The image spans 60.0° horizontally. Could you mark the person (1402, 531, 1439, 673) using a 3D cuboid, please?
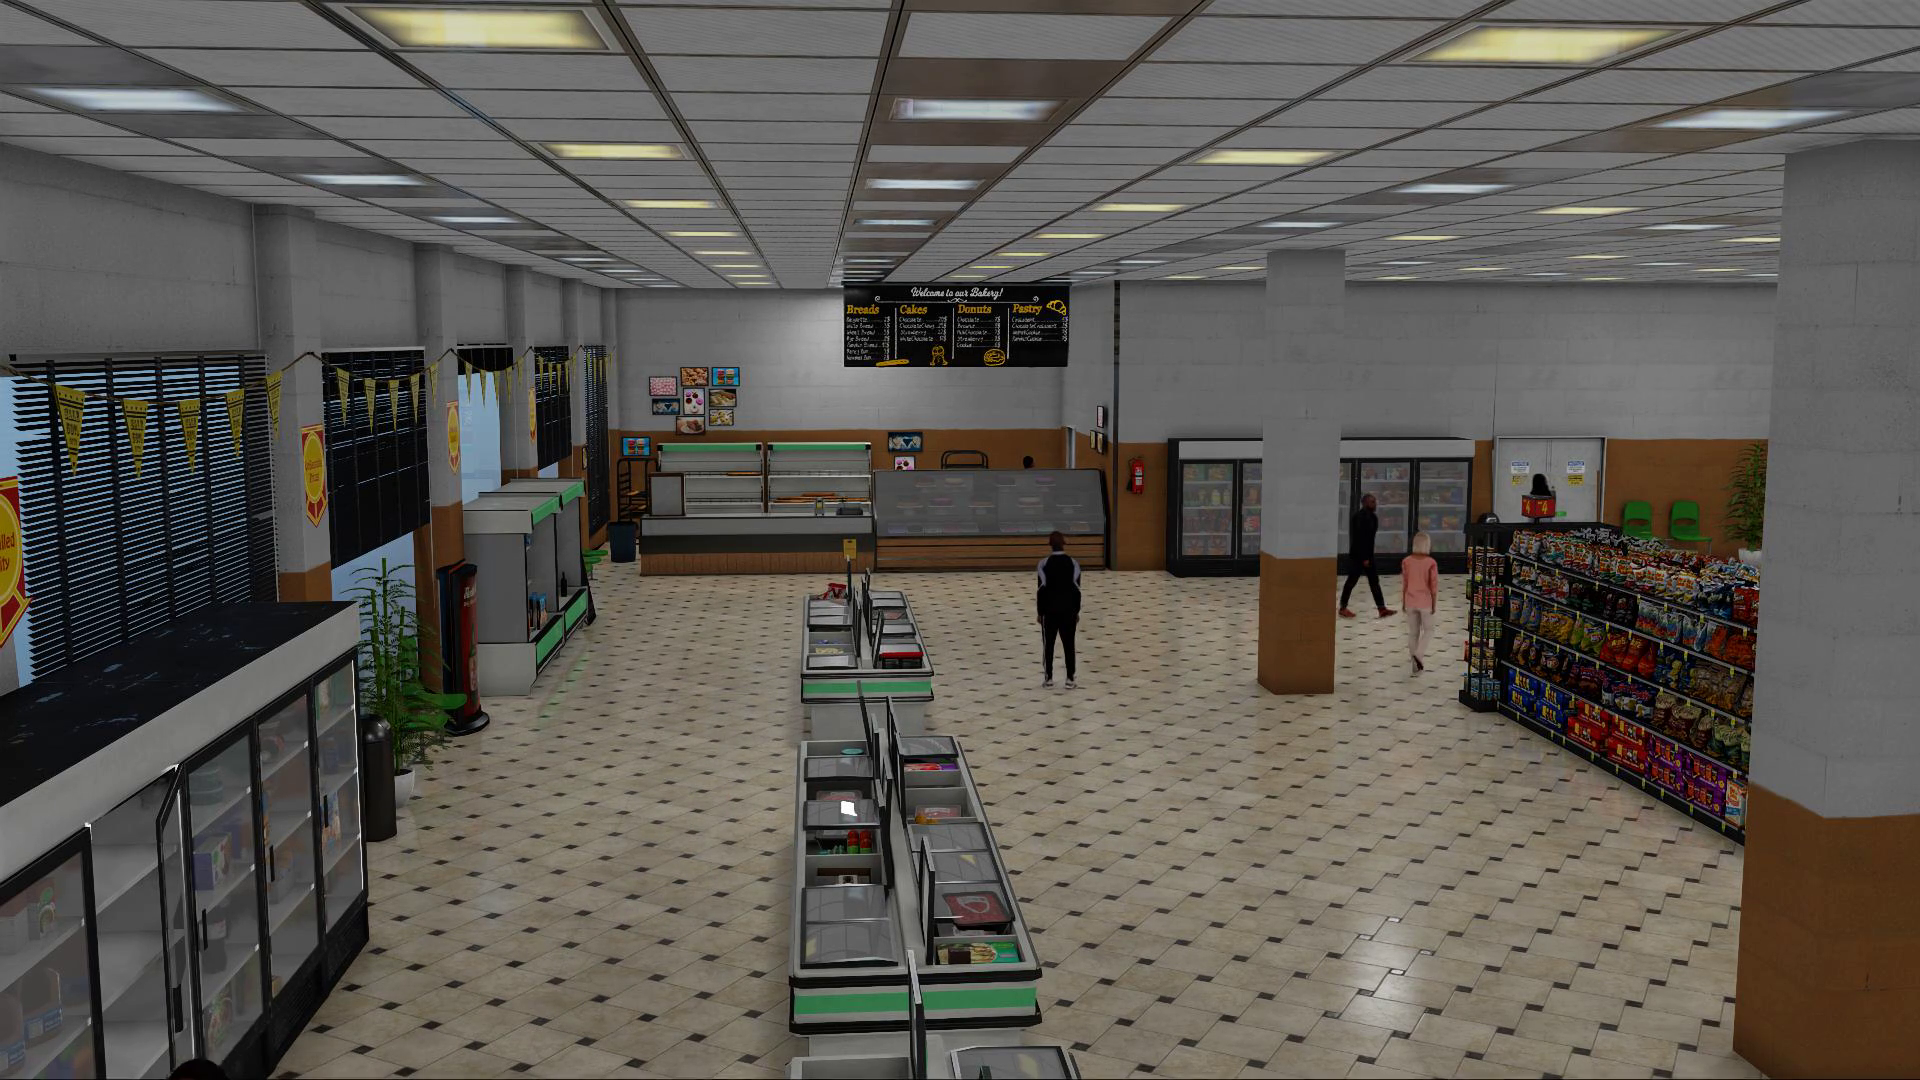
[{"bbox_3d":[5.474,0.761,19.908,0.838,1.713,0.924,4,8,31],"label":"person"}]

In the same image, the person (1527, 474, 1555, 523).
[{"bbox_3d":[9.863,-0.261,28.271,0.634,1.736,0.571,0,7,4],"label":"person"}]

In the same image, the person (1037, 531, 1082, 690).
[{"bbox_3d":[1.130,0.799,19.116,0.679,1.828,0.561,0,7,1],"label":"person"}]

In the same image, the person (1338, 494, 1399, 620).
[{"bbox_3d":[5.678,0.258,23.823,1.093,1.771,1.229,-6,9,-39],"label":"person"}]
